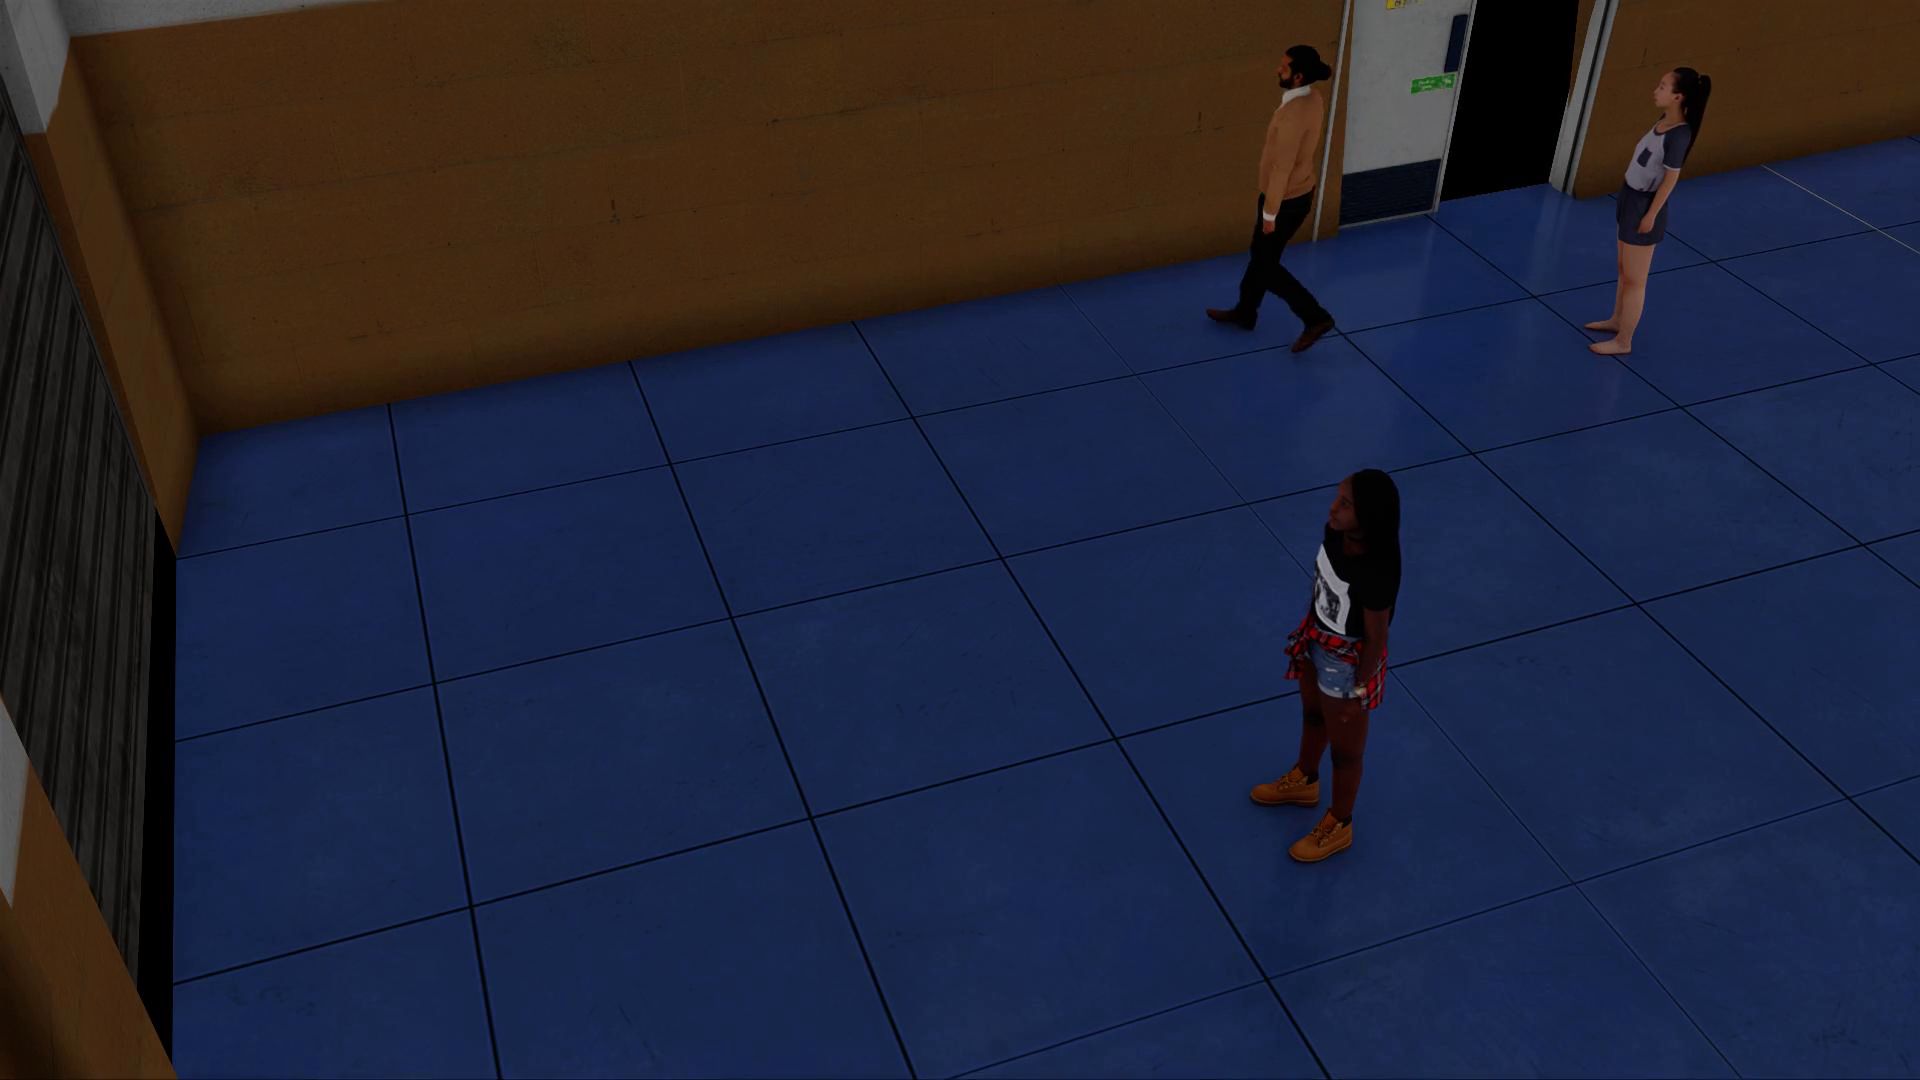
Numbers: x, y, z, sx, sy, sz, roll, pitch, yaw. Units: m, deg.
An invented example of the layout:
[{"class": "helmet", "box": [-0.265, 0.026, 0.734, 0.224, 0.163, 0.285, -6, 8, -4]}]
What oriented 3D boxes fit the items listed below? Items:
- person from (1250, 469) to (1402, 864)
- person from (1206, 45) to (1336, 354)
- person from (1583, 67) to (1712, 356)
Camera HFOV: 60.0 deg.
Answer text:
[{"class": "person", "box": [1.396, 0.456, 6.103, 0.693, 1.728, 0.552, -9, 38, -12]}, {"class": "person", "box": [1.836, -1.857, 9.176, 1.109, 1.736, 1.066, 14, 39, 18]}, {"class": "person", "box": [3.797, -1.811, 9.187, 0.734, 1.650, 0.628, 7, 37, 9]}]
